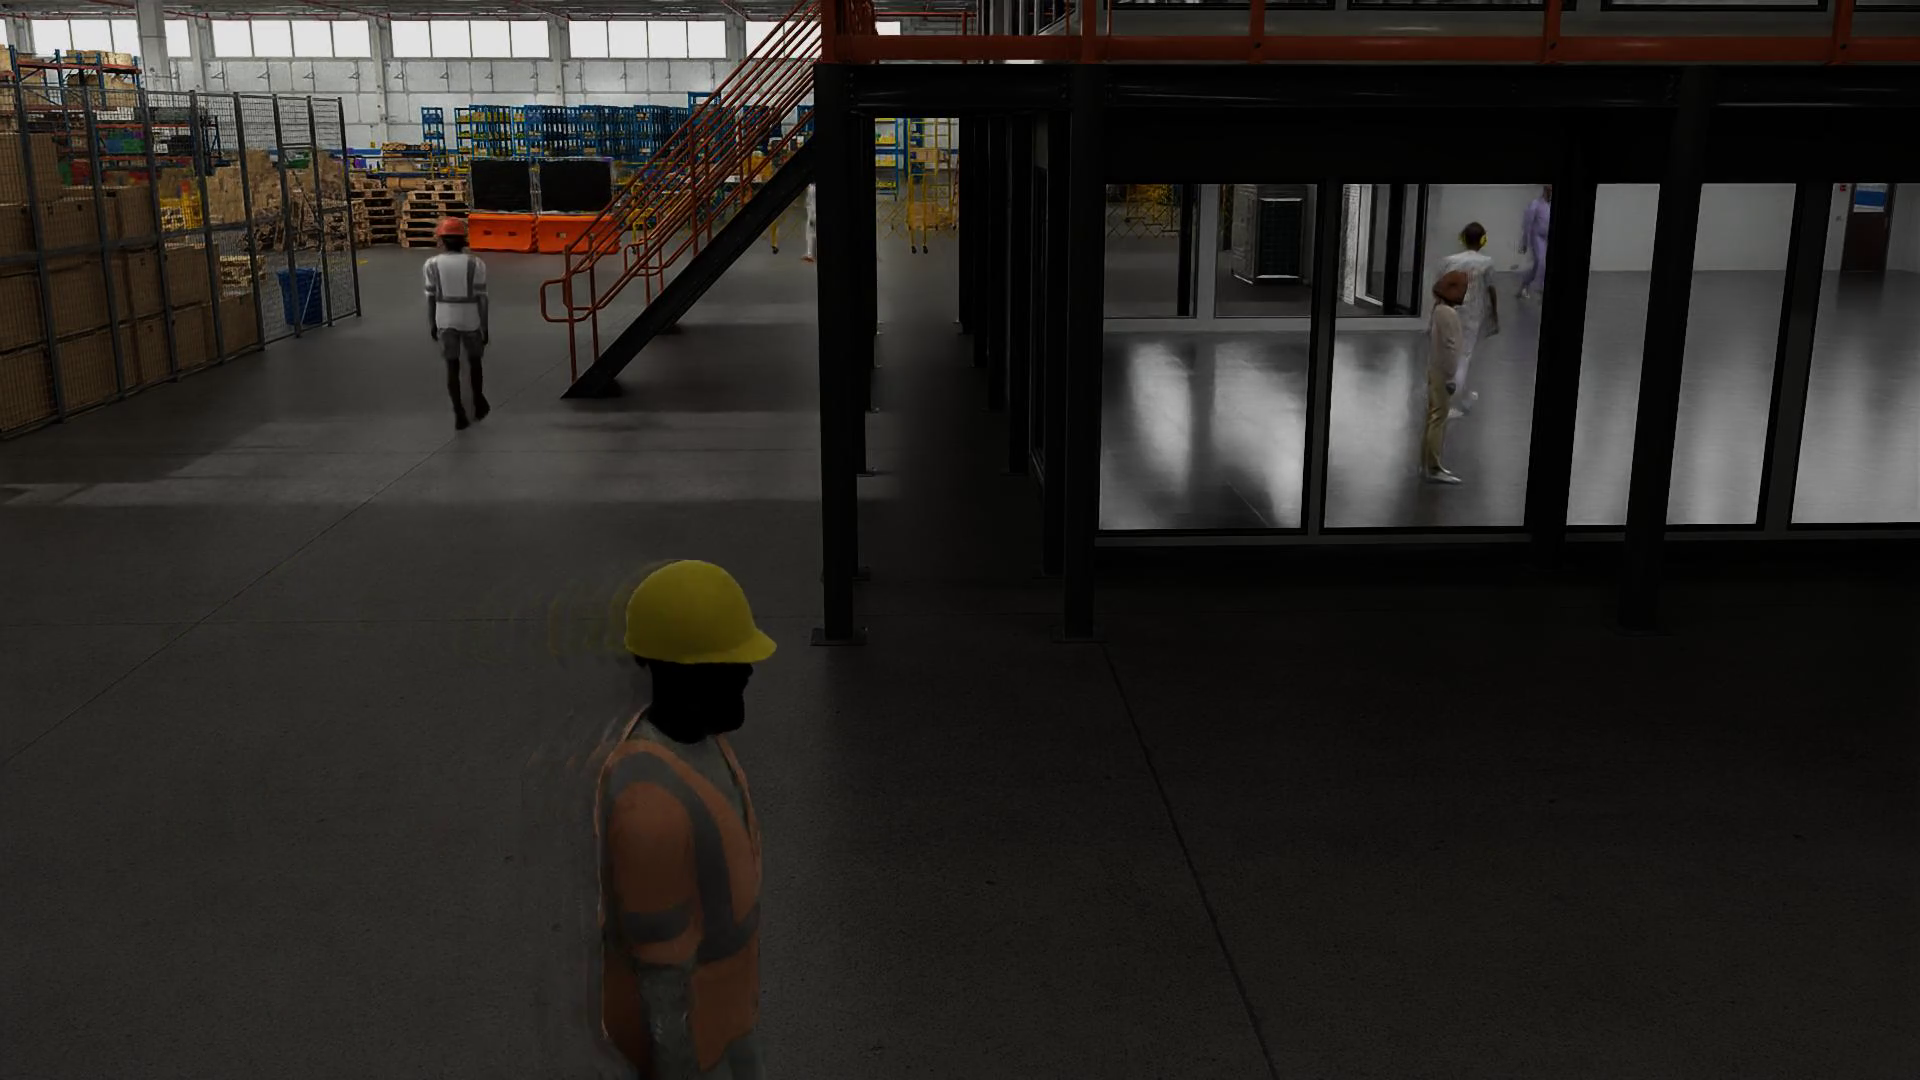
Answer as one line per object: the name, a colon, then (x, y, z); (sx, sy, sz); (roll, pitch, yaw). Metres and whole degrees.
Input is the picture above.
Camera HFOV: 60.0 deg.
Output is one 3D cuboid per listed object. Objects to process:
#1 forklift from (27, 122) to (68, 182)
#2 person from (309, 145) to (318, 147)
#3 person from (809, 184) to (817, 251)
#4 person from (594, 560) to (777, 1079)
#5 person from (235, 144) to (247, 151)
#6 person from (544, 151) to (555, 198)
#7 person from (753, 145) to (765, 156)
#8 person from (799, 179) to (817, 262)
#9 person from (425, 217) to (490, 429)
forklift: (-35.376, -14.773, 64.377); (1.129, 2.768, 1.873); (-1, 14, -2)
person: (-36.342, -21.525, 93.507); (0.631, 1.831, 0.429); (-8, 16, -28)
person: (-3.070, -7.359, 36.443); (0.383, 2.041, 0.616); (6, 15, 24)
person: (-0.605, 0.964, 3.448); (0.559, 1.911, 0.593); (1, 14, 3)
person: (-34.682, -18.327, 80.393); (0.622, 1.980, 0.471); (-8, 16, -28)
person: (-15.505, -13.711, 62.430); (0.599, 1.745, 0.543); (-9, 17, -32)
person: (-9.194, -17.078, 75.810); (0.676, 1.795, 0.404); (-5, 15, -18)
person: (-2.931, -6.535, 33.493); (0.574, 1.868, 0.601); (2, 14, 7)
person: (-4.614, -2.014, 15.365); (0.566, 1.896, 0.916); (-2, 14, -7)
